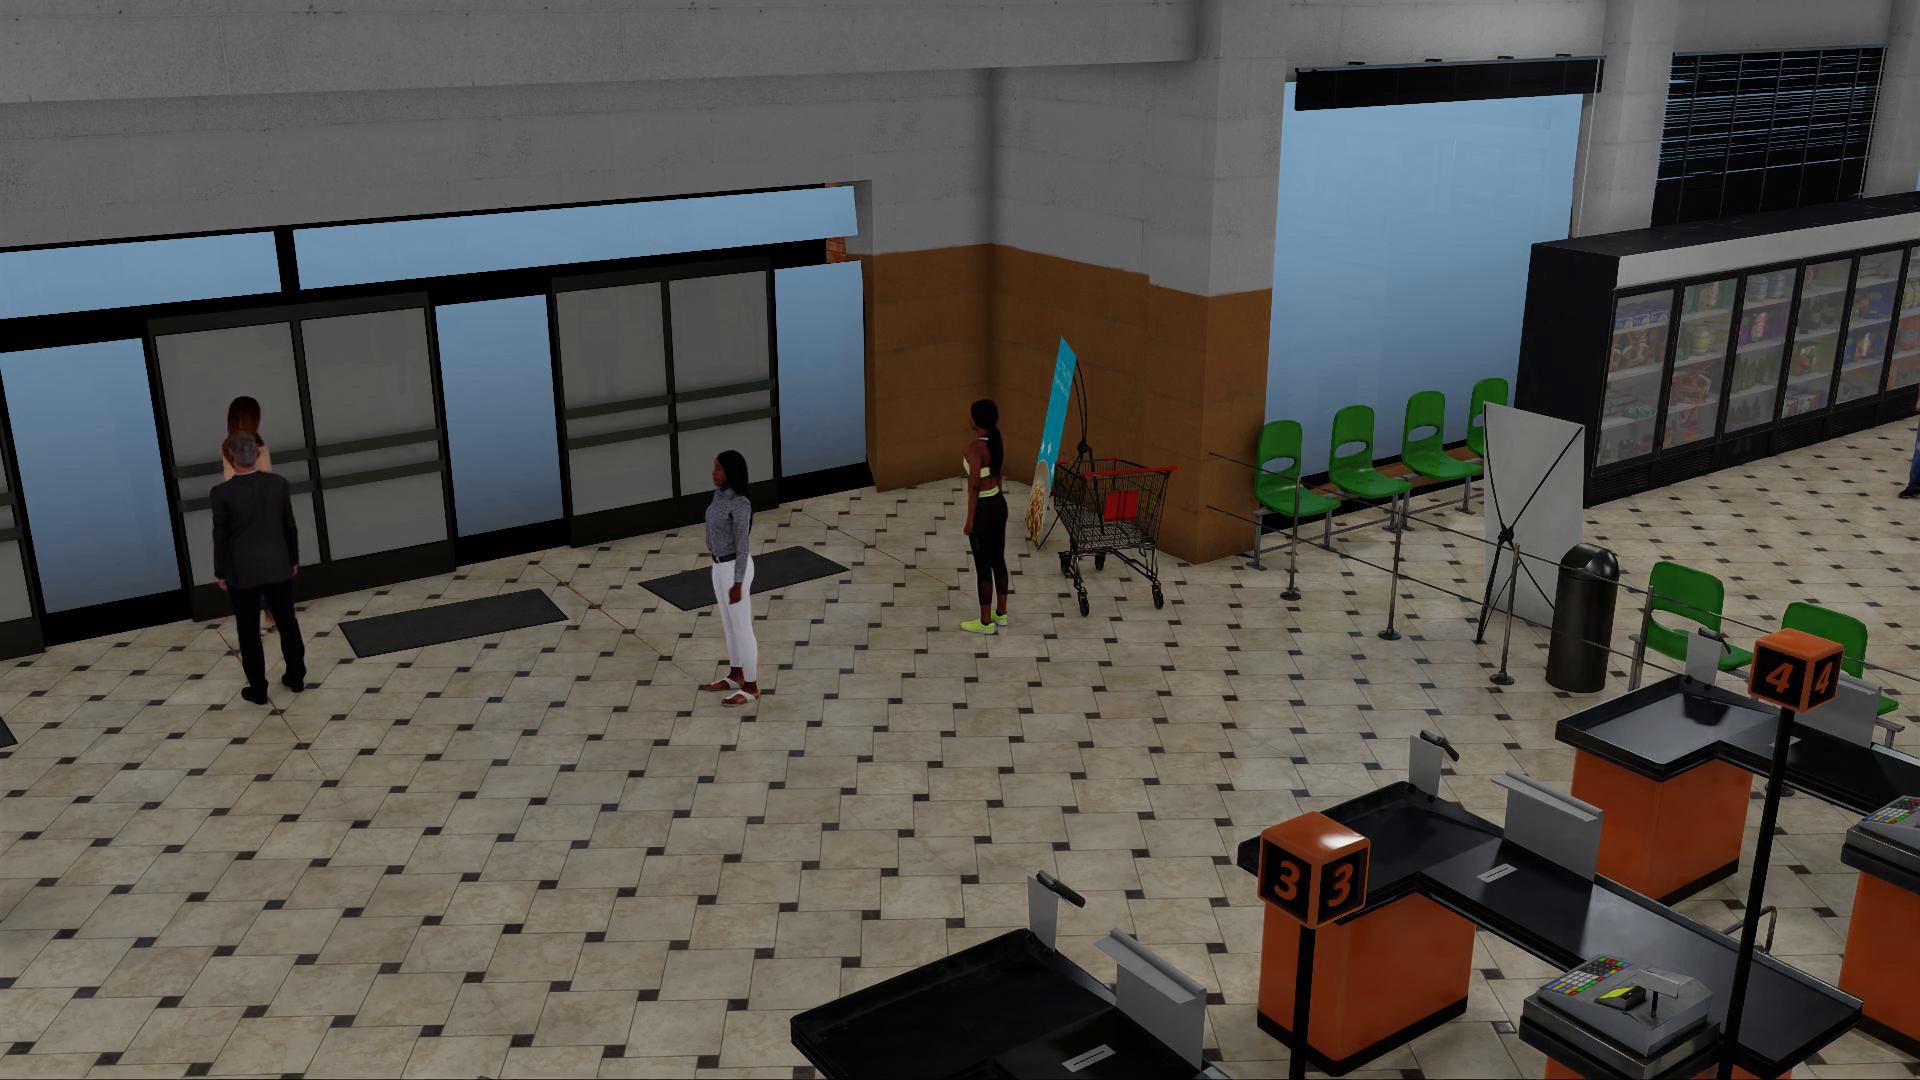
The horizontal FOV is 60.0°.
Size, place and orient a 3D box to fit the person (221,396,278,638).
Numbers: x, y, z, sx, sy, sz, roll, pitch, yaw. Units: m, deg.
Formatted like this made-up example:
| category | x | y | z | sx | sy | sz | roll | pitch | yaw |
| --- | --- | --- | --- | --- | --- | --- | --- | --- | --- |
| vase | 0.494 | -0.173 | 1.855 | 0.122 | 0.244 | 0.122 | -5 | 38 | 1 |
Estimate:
| category | x | y | z | sx | sy | sz | roll | pitch | yaw |
| --- | --- | --- | --- | --- | --- | --- | --- | --- | --- |
| person | -5.095 | -0.130 | 11.947 | 0.870 | 1.776 | 0.862 | 8 | 20 | 23 |

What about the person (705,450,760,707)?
| category | x | y | z | sx | sy | sz | roll | pitch | yaw |
| --- | --- | --- | --- | --- | --- | --- | --- | --- | --- |
| person | -1.498 | 0.232 | 10.955 | 0.677 | 1.724 | 0.495 | -9 | 21 | -26 |

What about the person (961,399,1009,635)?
| category | x | y | z | sx | sy | sz | roll | pitch | yaw |
| --- | --- | --- | --- | --- | --- | --- | --- | --- | --- |
| person | 0.205 | -0.177 | 12.123 | 0.598 | 1.752 | 0.619 | 14 | 23 | 35 |

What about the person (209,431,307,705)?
| category | x | y | z | sx | sy | sz | roll | pitch | yaw |
| --- | --- | --- | --- | --- | --- | --- | --- | --- | --- |
| person | -4.626 | 0.177 | 10.936 | 0.762 | 1.841 | 0.682 | -17 | 25 | -41 |
